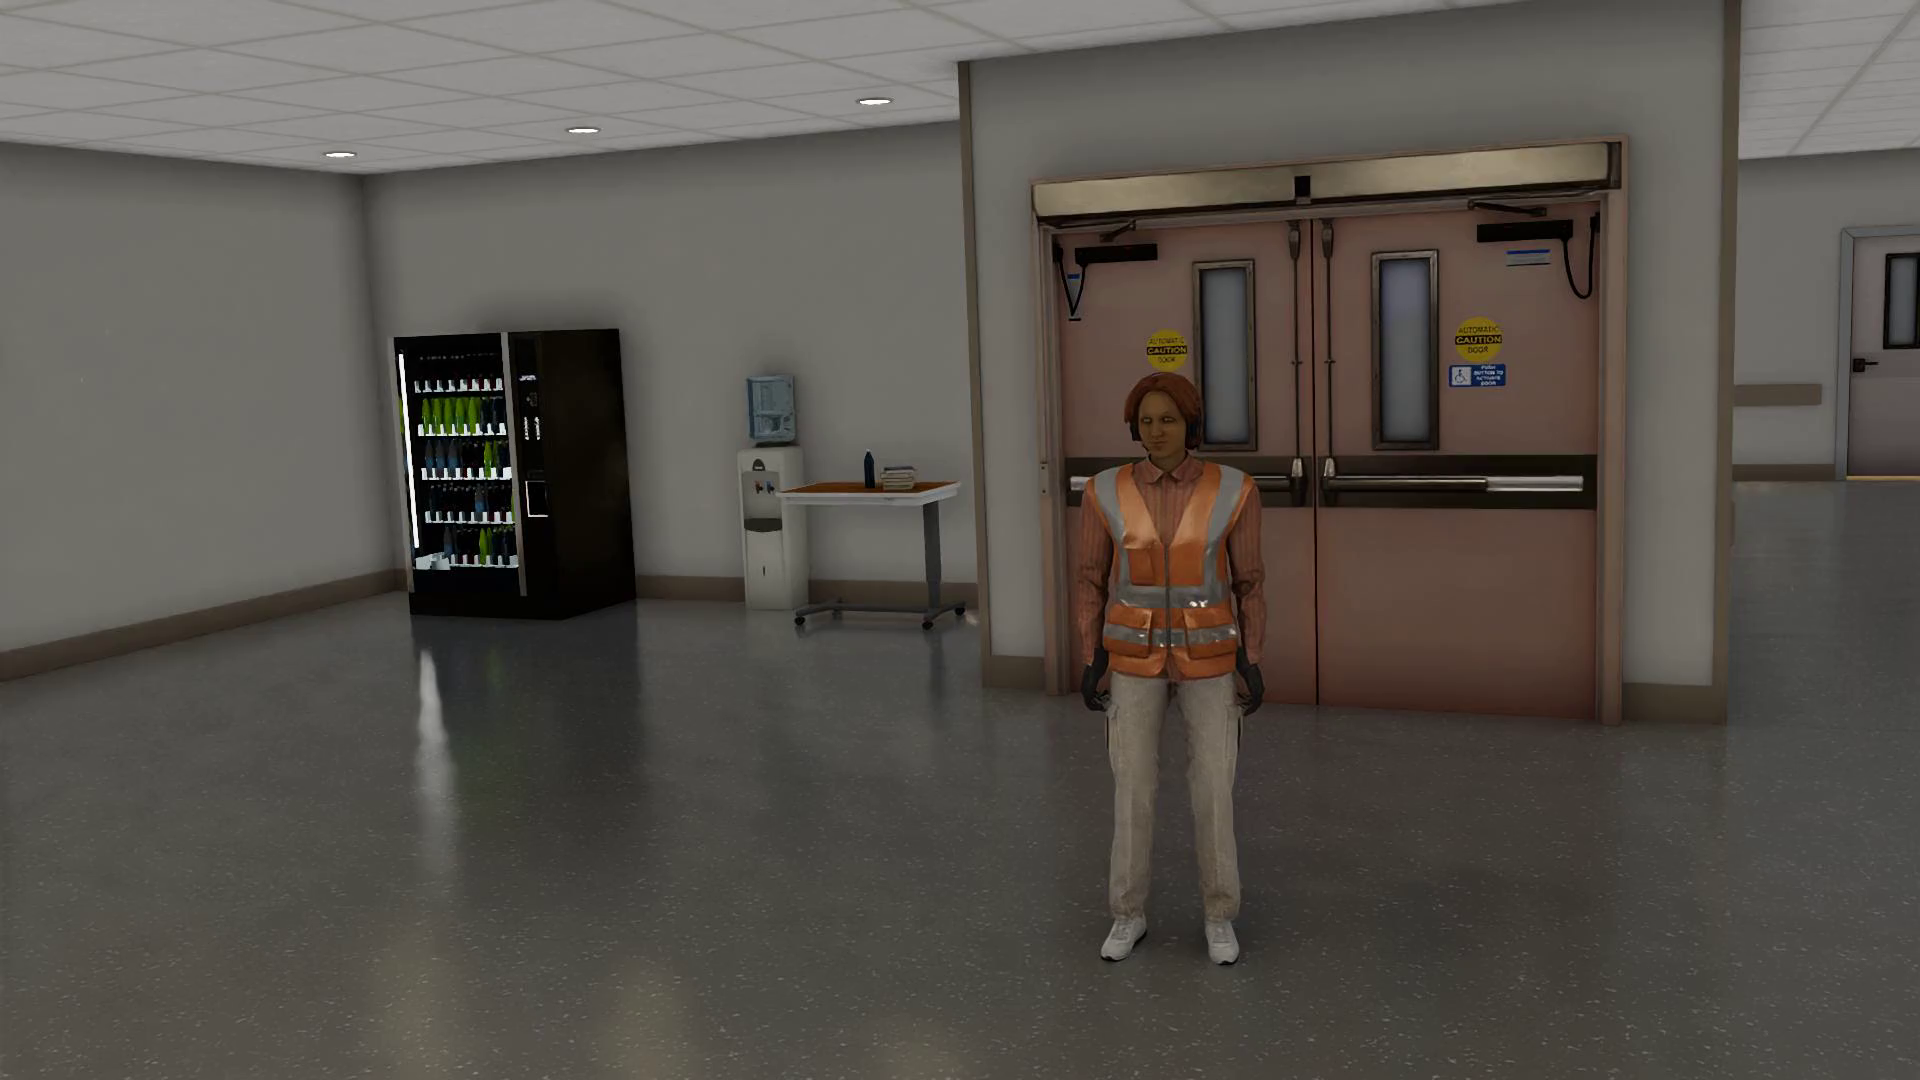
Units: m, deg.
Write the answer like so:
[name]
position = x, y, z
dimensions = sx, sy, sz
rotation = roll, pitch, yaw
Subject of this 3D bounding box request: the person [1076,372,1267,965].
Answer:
[person]
position = 0.586, 0.356, 4.592
dimensions = 0.523, 1.638, 0.310
rotation = -1, 8, 12
